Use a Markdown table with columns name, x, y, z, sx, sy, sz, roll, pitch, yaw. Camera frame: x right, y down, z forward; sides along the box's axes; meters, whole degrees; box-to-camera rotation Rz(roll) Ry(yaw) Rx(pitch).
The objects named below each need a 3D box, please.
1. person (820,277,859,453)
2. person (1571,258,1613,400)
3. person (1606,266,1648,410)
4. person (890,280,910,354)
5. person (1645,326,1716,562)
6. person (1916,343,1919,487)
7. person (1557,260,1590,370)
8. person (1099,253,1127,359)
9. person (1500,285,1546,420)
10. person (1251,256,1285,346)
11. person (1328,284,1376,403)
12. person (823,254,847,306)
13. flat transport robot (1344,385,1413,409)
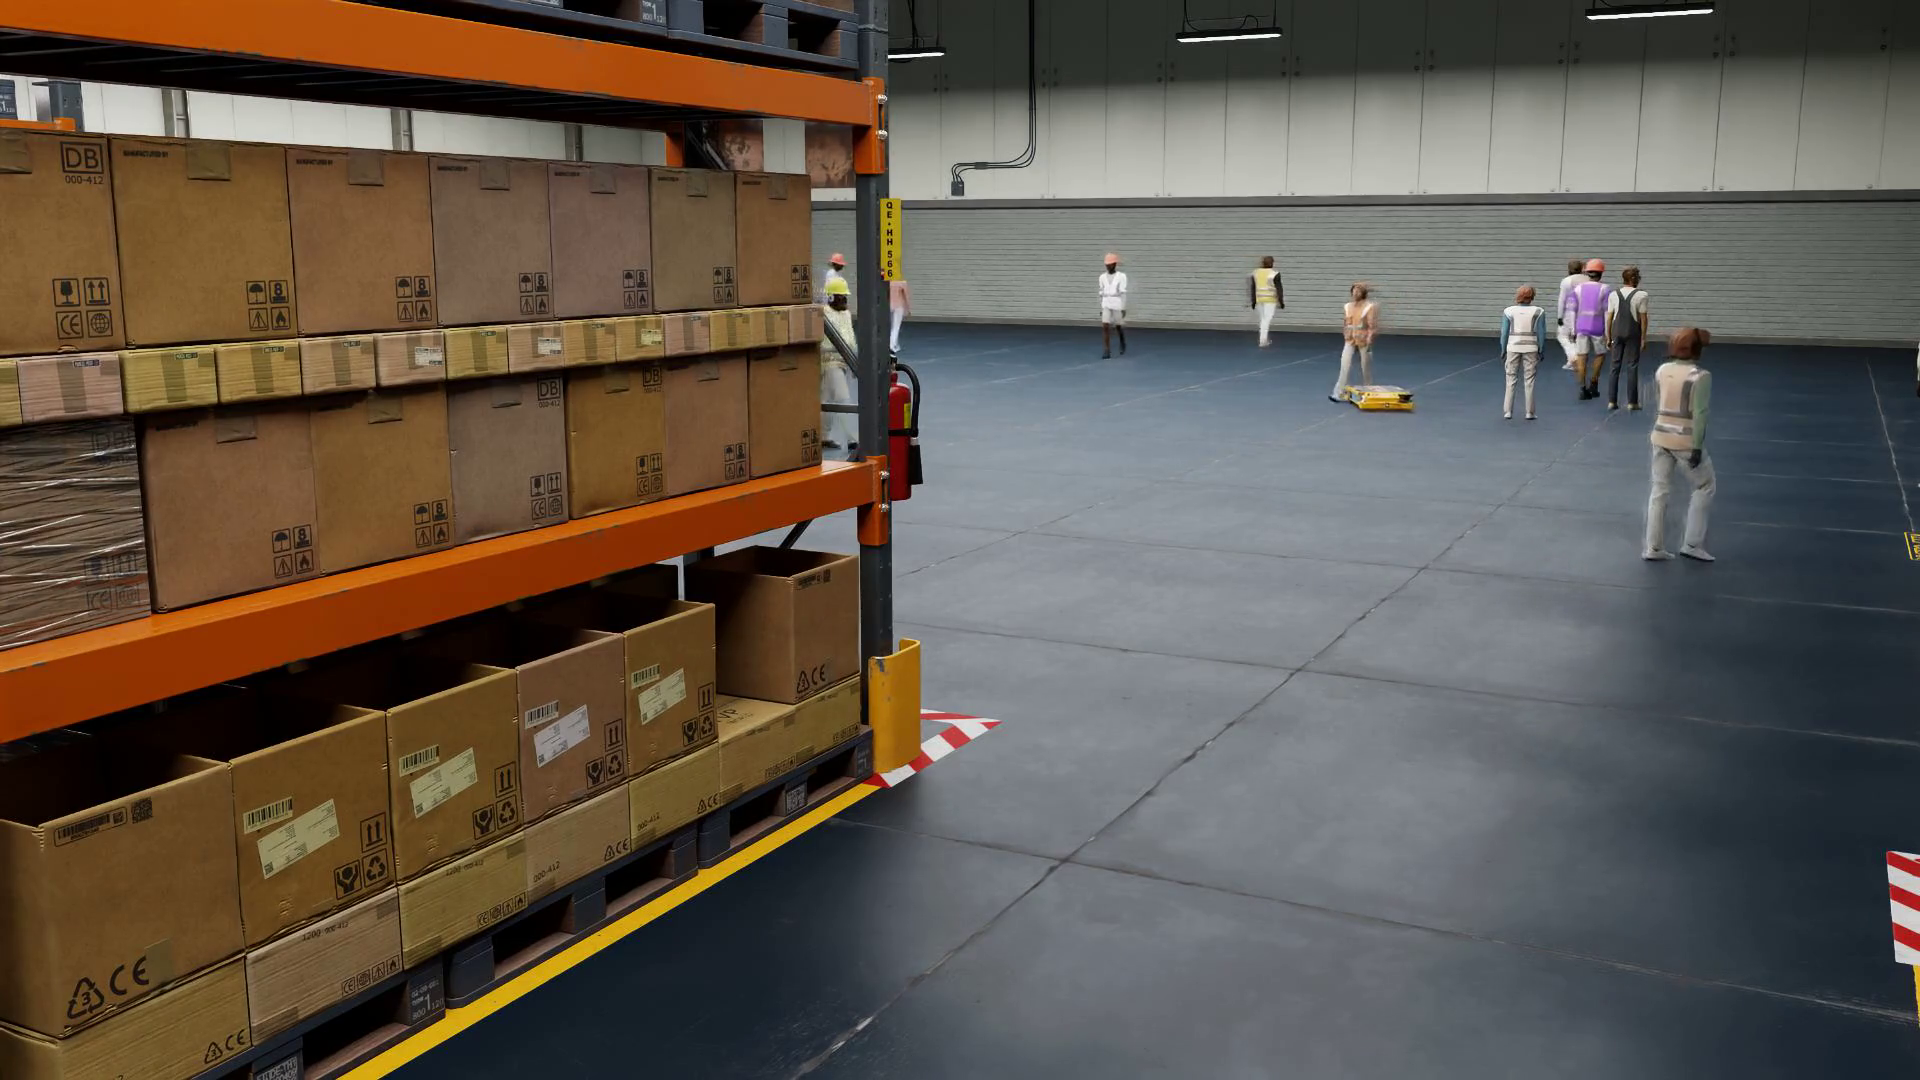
| name | x | y | z | sx | sy | sz | roll | pitch | yaw |
| --- | --- | --- | --- | --- | --- | --- | --- | --- | --- |
| person | -1.177 | -1.804 | 17.225 | 0.824 | 1.796 | 0.609 | 4 | 11 | 22 |
| person | 8.661 | -2.881 | 22.774 | 0.578 | 1.919 | 0.529 | 8 | 13 | 37 |
| person | 8.582 | -2.591 | 21.418 | 0.506 | 1.842 | 0.350 | 9 | 13 | 39 |
| person | -1.239 | -4.398 | 31.600 | 0.537 | 1.723 | 0.894 | 3 | 11 | 15 |
| person | 4.988 | -0.649 | 11.427 | 0.541 | 1.623 | 0.526 | -4 | 11 | -21 |
| person | 8.735 | -1.416 | 14.589 | 0.611 | 1.996 | 0.379 | 7 | 13 | 34 |
| person | 10.217 | -3.730 | 27.668 | 0.642 | 1.834 | 0.492 | -3 | 11 | -14 |
| person | 2.813 | -4.287 | 30.438 | 0.547 | 1.922 | 0.688 | 5 | 11 | 24 |
| person | 6.862 | -2.284 | 20.296 | 0.523 | 1.638 | 0.311 | 5 | 11 | 24 |
| person | 6.306 | -4.844 | 33.749 | 0.745 | 1.818 | 0.649 | -10 | 14 | -42 |
| person | 5.269 | -2.598 | 22.129 | 0.518 | 1.592 | 0.862 | 9 | 14 | 40 |
| person | -2.486 | -4.718 | 32.964 | 0.856 | 1.866 | 0.577 | -1 | 10 | -5 |
| flat transport robot | 5.499 | -1.893 | 21.896 | 0.652 | 0.197 | 1.431 | 1 | 10 | 4 |
